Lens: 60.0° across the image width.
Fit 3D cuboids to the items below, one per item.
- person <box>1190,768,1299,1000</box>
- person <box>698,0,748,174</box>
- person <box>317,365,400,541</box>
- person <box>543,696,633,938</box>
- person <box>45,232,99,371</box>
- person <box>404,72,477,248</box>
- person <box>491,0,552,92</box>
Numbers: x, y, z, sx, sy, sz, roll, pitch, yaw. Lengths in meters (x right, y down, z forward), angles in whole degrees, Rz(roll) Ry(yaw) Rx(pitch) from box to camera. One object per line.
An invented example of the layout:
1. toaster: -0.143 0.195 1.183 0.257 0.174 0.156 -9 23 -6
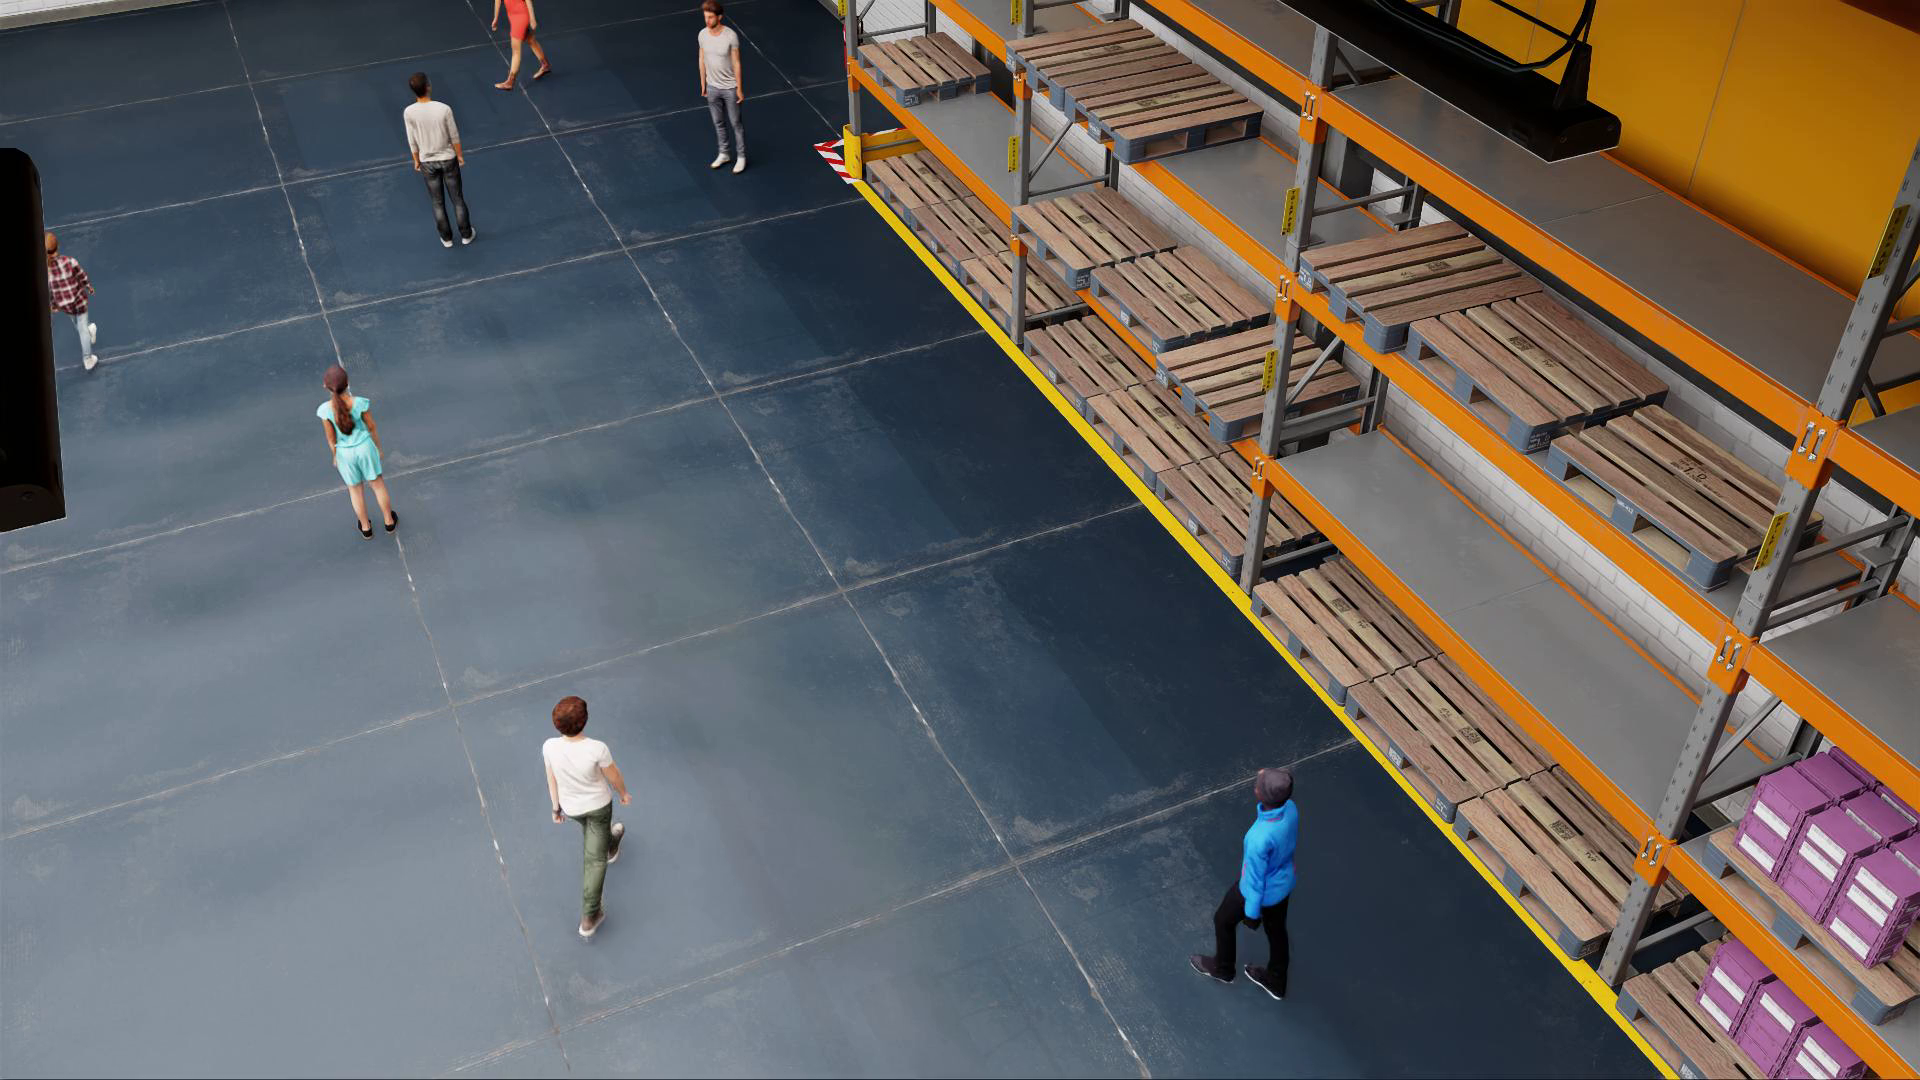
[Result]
1. person: 1.810 2.010 9.423 0.898 1.773 0.777 31 48 33
2. person: -2.560 -4.933 18.024 0.746 1.889 0.801 12 40 15
3. person: -4.711 -0.691 12.977 0.551 1.558 0.547 -14 41 -17
4. person: -2.256 1.663 9.988 0.983 1.610 1.207 4 39 5
5. person: -8.035 -2.140 15.025 0.662 1.267 0.946 -7 39 -9
6. person: -5.226 -3.799 16.667 0.693 1.810 0.627 -8 39 -10
7. person: -5.191 -6.247 19.845 1.147 1.669 0.963 29 47 31
